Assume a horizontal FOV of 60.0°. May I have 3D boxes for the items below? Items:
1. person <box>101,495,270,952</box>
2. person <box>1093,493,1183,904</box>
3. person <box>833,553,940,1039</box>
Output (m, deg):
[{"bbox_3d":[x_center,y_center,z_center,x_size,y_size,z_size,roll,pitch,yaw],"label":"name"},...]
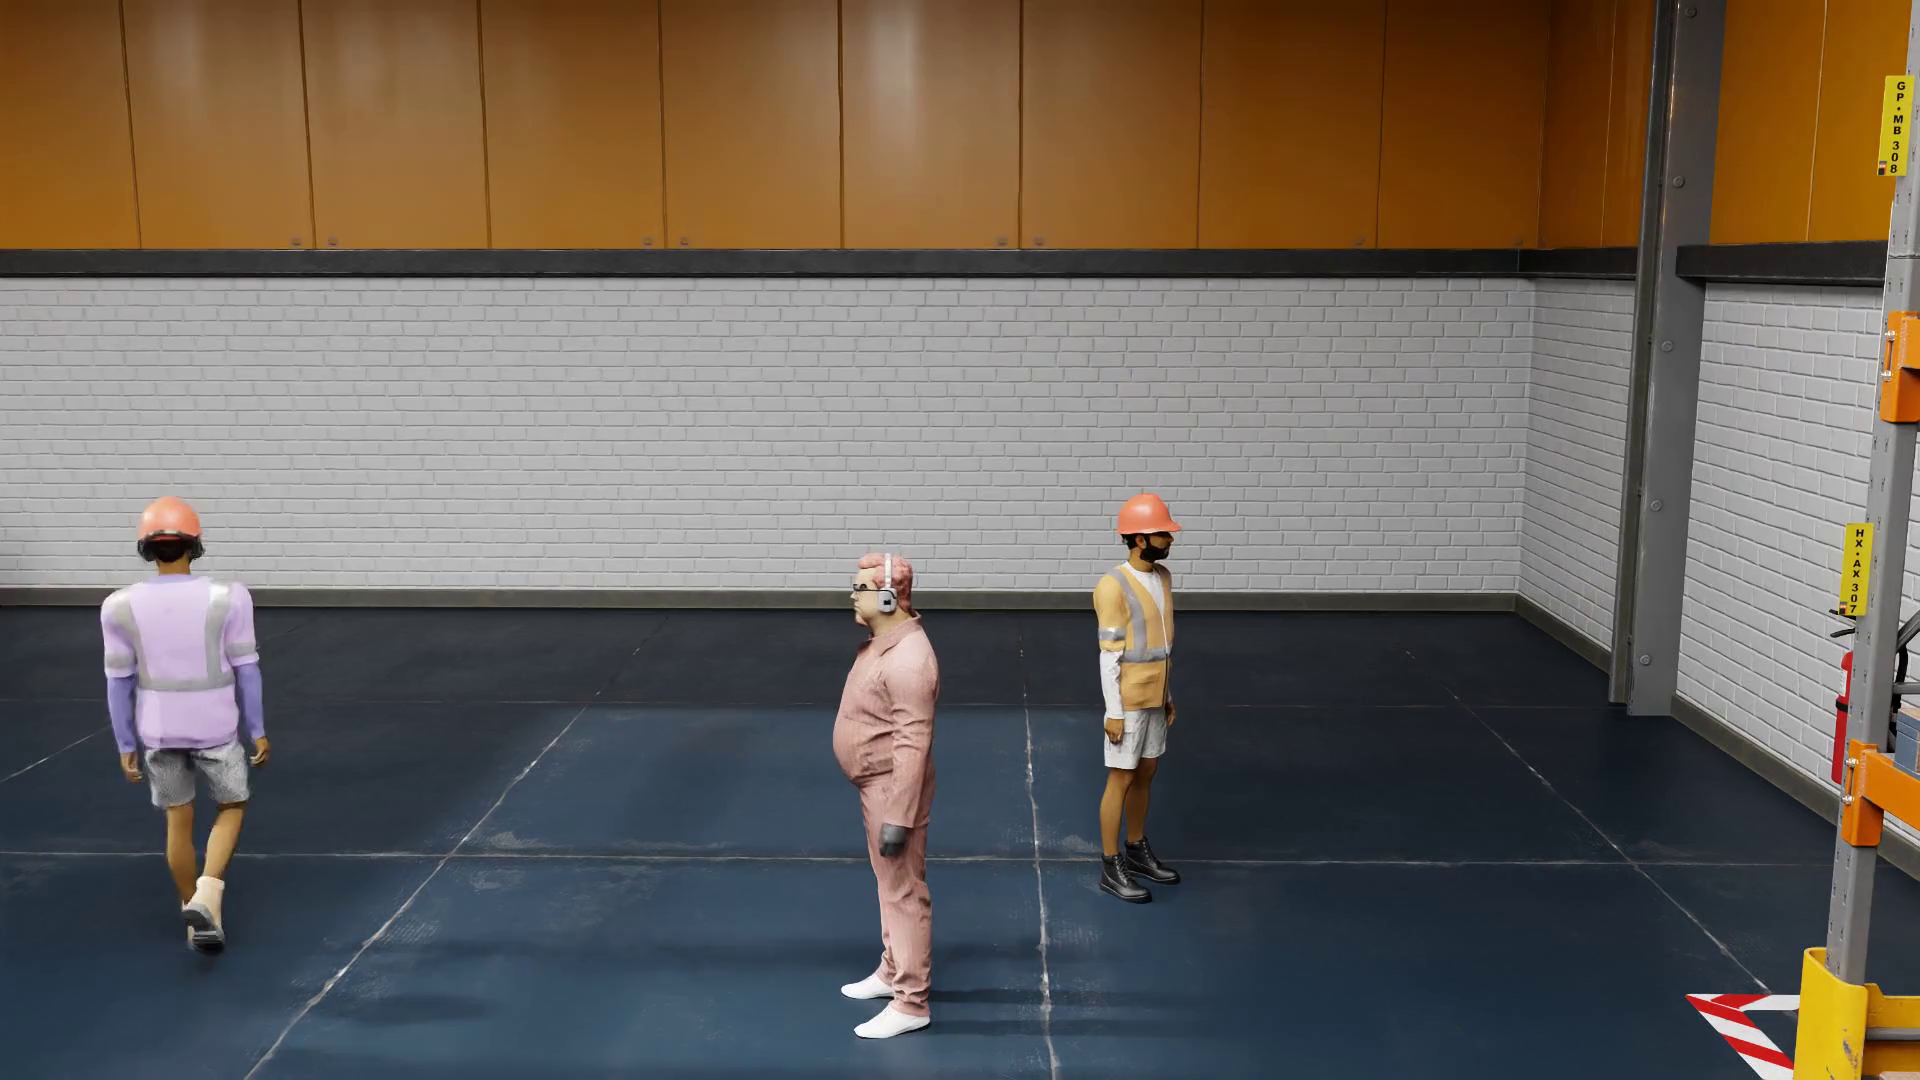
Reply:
[{"bbox_3d":[-3.340,0.823,7.184,0.634,2.029,0.627,-2,10,-11],"label":"person"},{"bbox_3d":[0.864,0.740,7.937,0.349,1.940,0.551,7,12,36],"label":"person"},{"bbox_3d":[-0.295,0.990,6.543,0.405,1.911,0.636,-2,10,-9],"label":"person"}]
